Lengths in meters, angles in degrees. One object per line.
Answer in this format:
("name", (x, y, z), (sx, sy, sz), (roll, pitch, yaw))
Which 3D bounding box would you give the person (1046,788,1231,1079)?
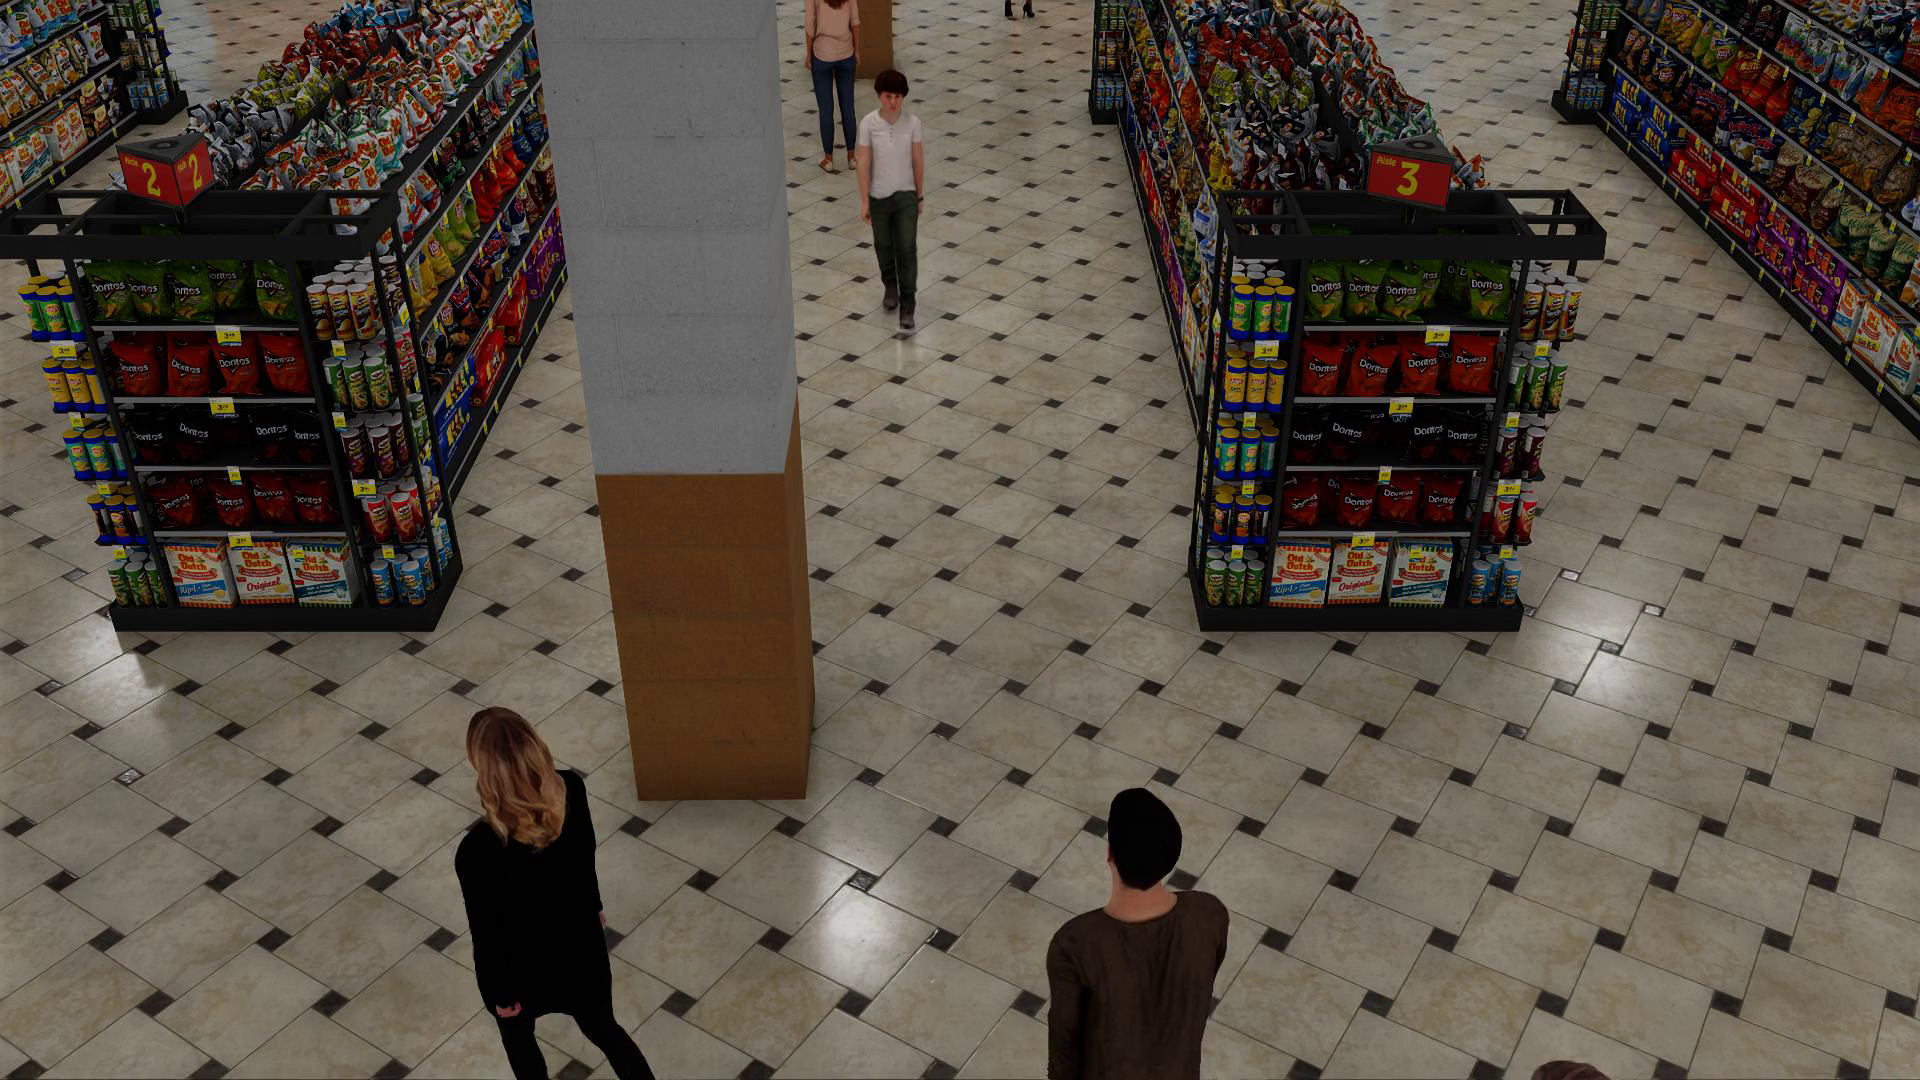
("person", (0.478, 1.493, 4.450), (0.750, 1.875, 0.814), (-8, 33, -13))

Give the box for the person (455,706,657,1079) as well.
("person", (-1.157, 1.276, 4.892), (1.091, 1.777, 1.105), (23, 38, 32))

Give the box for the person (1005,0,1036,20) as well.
("person", (0.608, -6.279, 16.977), (0.665, 1.836, 0.632), (11, 33, 17))

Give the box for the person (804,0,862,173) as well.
("person", (-0.993, -3.782, 13.008), (0.653, 1.791, 0.610), (-9, 33, -14))

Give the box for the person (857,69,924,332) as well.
("person", (-0.439, -2.202, 10.633), (0.555, 1.617, 1.038), (0, 32, 1))
